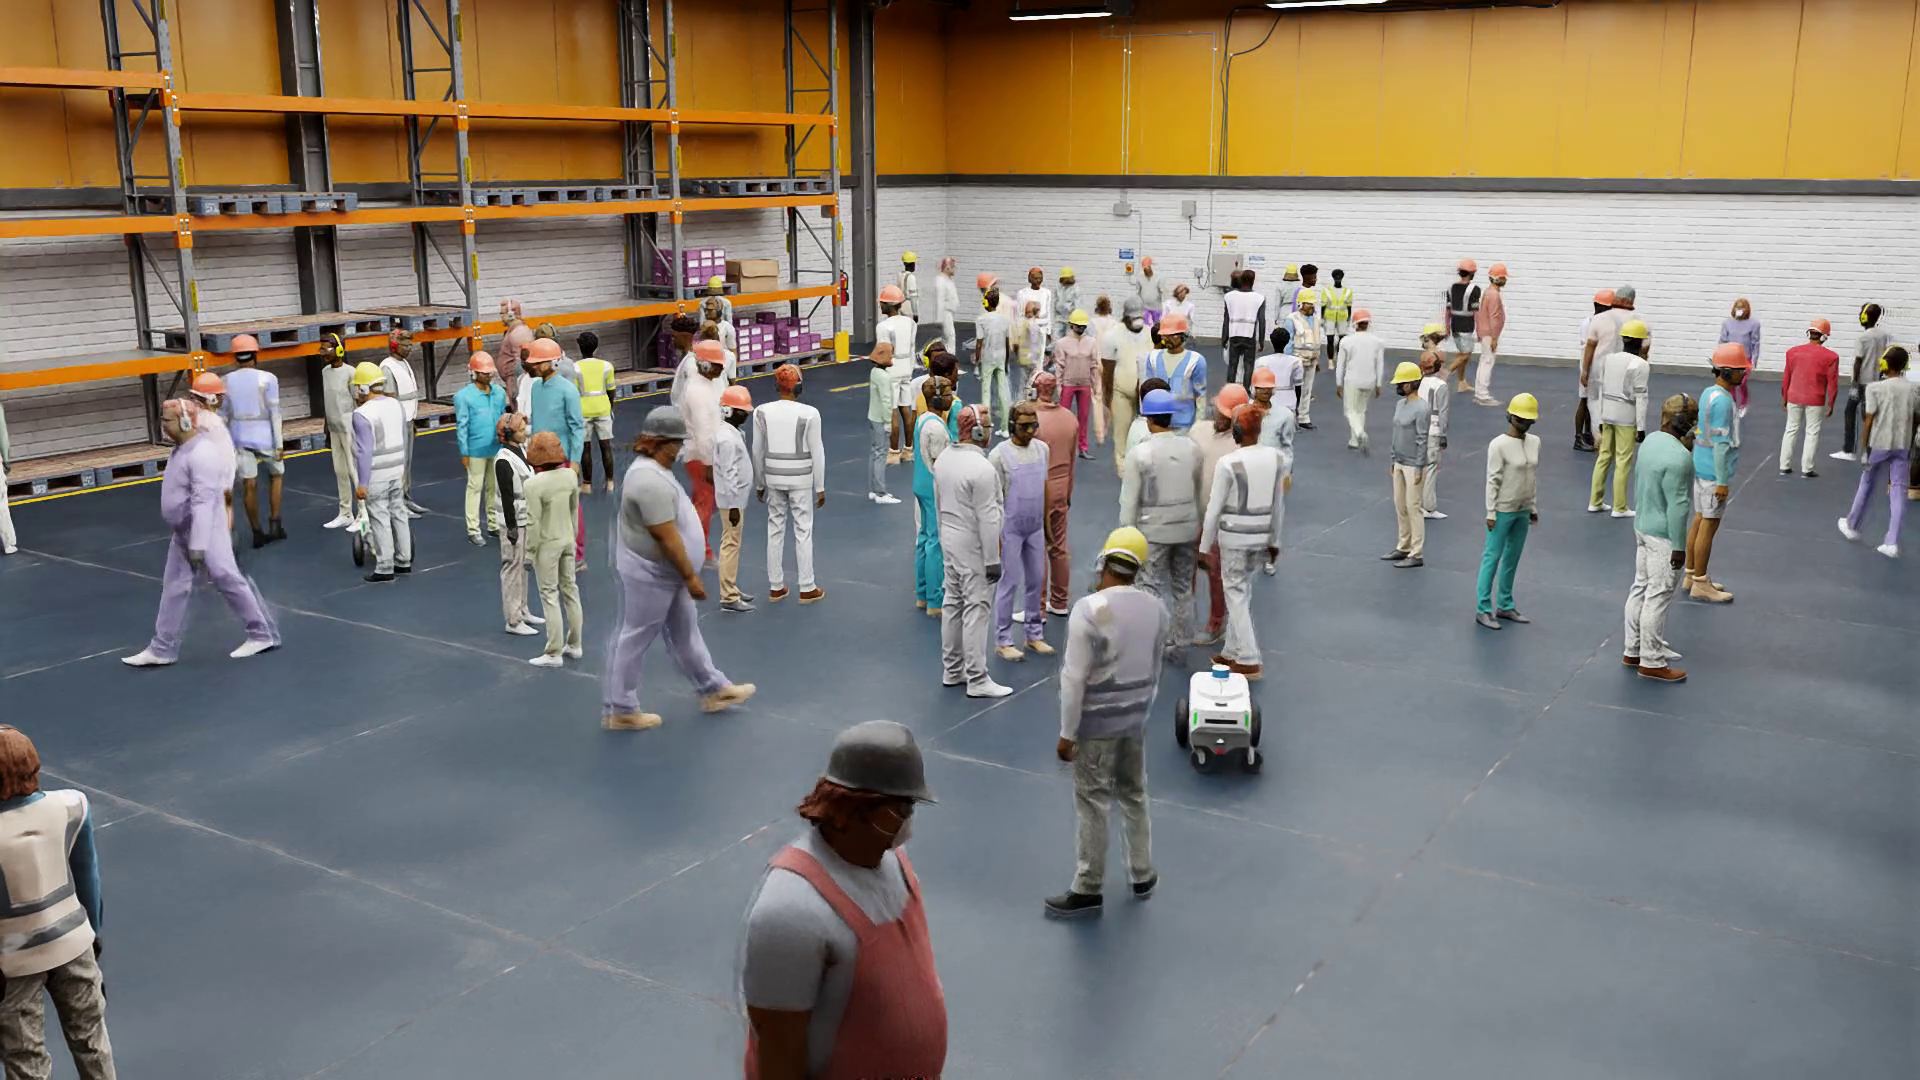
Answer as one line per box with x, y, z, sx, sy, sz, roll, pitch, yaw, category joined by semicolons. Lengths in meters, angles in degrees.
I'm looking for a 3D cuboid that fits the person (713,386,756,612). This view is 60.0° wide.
-1.729;-0.326;12.860;0.342;1.743;0.572;-2;13;-7;person

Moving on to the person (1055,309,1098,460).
1.346;-1.777;19.141;0.522;1.758;0.350;-4;14;-19;person

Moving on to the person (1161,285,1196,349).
3.256;-2.985;24.722;0.537;1.585;0.868;-3;13;-11;person

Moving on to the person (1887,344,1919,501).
9.770;-1.236;16.946;0.320;1.686;0.539;-6;14;-24;person

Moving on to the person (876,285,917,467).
-0.750;-1.854;18.832;0.368;2.048;0.605;10;16;37;person

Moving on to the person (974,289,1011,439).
0.403;-2.185;20.695;0.505;1.860;0.320;-7;15;-27;person

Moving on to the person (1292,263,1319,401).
4.948;-2.990;23.938;0.362;1.963;0.613;1;13;2;person

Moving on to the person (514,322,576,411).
-3.883;-1.086;15.739;0.635;1.937;0.353;4;13;15;person

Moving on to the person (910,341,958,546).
-0.208;-0.838;14.817;0.514;1.872;0.328;-10;16;-36;person

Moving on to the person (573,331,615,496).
-3.820;-1.306;17.224;0.540;1.695;0.316;-9;16;-35;person

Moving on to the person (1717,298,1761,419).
10.364;-2.410;22.181;0.502;1.621;0.468;13;18;44;person

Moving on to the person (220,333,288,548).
-6.348;-0.904;14.995;0.556;1.911;0.548;-1;13;-4;person

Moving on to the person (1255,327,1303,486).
3.366;-1.408;17.665;0.541;1.696;0.315;-1;13;-4;person

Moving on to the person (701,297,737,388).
-2.868;-1.958;19.727;0.507;1.845;0.339;8;15;32;person

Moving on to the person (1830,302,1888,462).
10.399;-1.782;18.987;0.500;1.850;0.724;-5;14;-21;person

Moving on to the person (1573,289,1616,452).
7.584;-2.021;19.814;0.543;1.932;0.365;-12;17;-41;person

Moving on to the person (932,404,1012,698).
0.091;0.067;10.808;0.403;1.911;0.637;-7;15;-28;person

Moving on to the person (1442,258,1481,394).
7.324;-3.122;24.396;0.779;2.018;0.617;-6;14;-24;person

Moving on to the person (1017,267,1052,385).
1.091;-3.036;24.320;0.586;1.882;0.340;-8;15;-30;person

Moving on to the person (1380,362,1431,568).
3.821;-0.646;14.245;0.339;1.755;0.531;-3;13;-13;person

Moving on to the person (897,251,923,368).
-0.839;-3.809;27.573;0.367;1.926;0.594;-6;14;-25;person

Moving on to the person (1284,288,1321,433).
4.370;-2.280;21.150;0.595;1.832;0.404;-10;16;-36;person

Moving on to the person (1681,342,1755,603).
5.979;-0.536;13.126;0.375;2.044;0.605;3;13;13;person

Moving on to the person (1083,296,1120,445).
1.754;-2.082;20.415;0.498;1.795;0.936;0;13;0;person

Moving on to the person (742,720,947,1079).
-0.305;1.439;4.562;0.543;2.000;0.702;5;14;23;person

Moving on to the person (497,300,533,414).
-4.961;-1.730;18.605;0.402;1.906;0.652;-2;13;-10;person

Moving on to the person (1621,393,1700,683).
4.703;-0.021;11.132;0.358;1.933;0.636;0;13;2;person

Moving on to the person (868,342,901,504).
-0.786;-1.191;16.863;0.285;1.632;0.501;-4;13;-15;person

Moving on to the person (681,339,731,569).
-2.139;-0.707;14.060;0.521;1.961;0.642;0;13;0;person

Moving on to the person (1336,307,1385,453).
4.727;-1.868;19.601;0.561;1.729;0.668;-2;13;-8;person

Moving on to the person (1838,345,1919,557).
8.252;-0.817;14.823;0.522;1.821;0.949;2;13;10;person

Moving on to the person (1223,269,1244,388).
4.120;-3.097;24.706;0.503;1.824;0.663;2;13;7;person

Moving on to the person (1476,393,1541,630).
4.113;-0.219;12.364;0.529;1.765;0.326;-8;15;-31;person

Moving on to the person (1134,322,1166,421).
1.957;-1.256;16.676;0.327;1.853;0.527;-12;17;-41;person

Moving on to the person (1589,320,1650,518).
6.464;-1.181;16.213;0.401;1.916;0.585;-6;14;-23;person

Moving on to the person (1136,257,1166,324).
3.441;-4.228;29.876;0.582;1.717;0.649;5;14;21;person

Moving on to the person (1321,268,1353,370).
6.184;-3.627;27.344;0.533;1.677;0.365;1;13;4;person

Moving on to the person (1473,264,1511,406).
7.513;-2.890;23.510;0.379;1.983;0.663;2;13;10;person
